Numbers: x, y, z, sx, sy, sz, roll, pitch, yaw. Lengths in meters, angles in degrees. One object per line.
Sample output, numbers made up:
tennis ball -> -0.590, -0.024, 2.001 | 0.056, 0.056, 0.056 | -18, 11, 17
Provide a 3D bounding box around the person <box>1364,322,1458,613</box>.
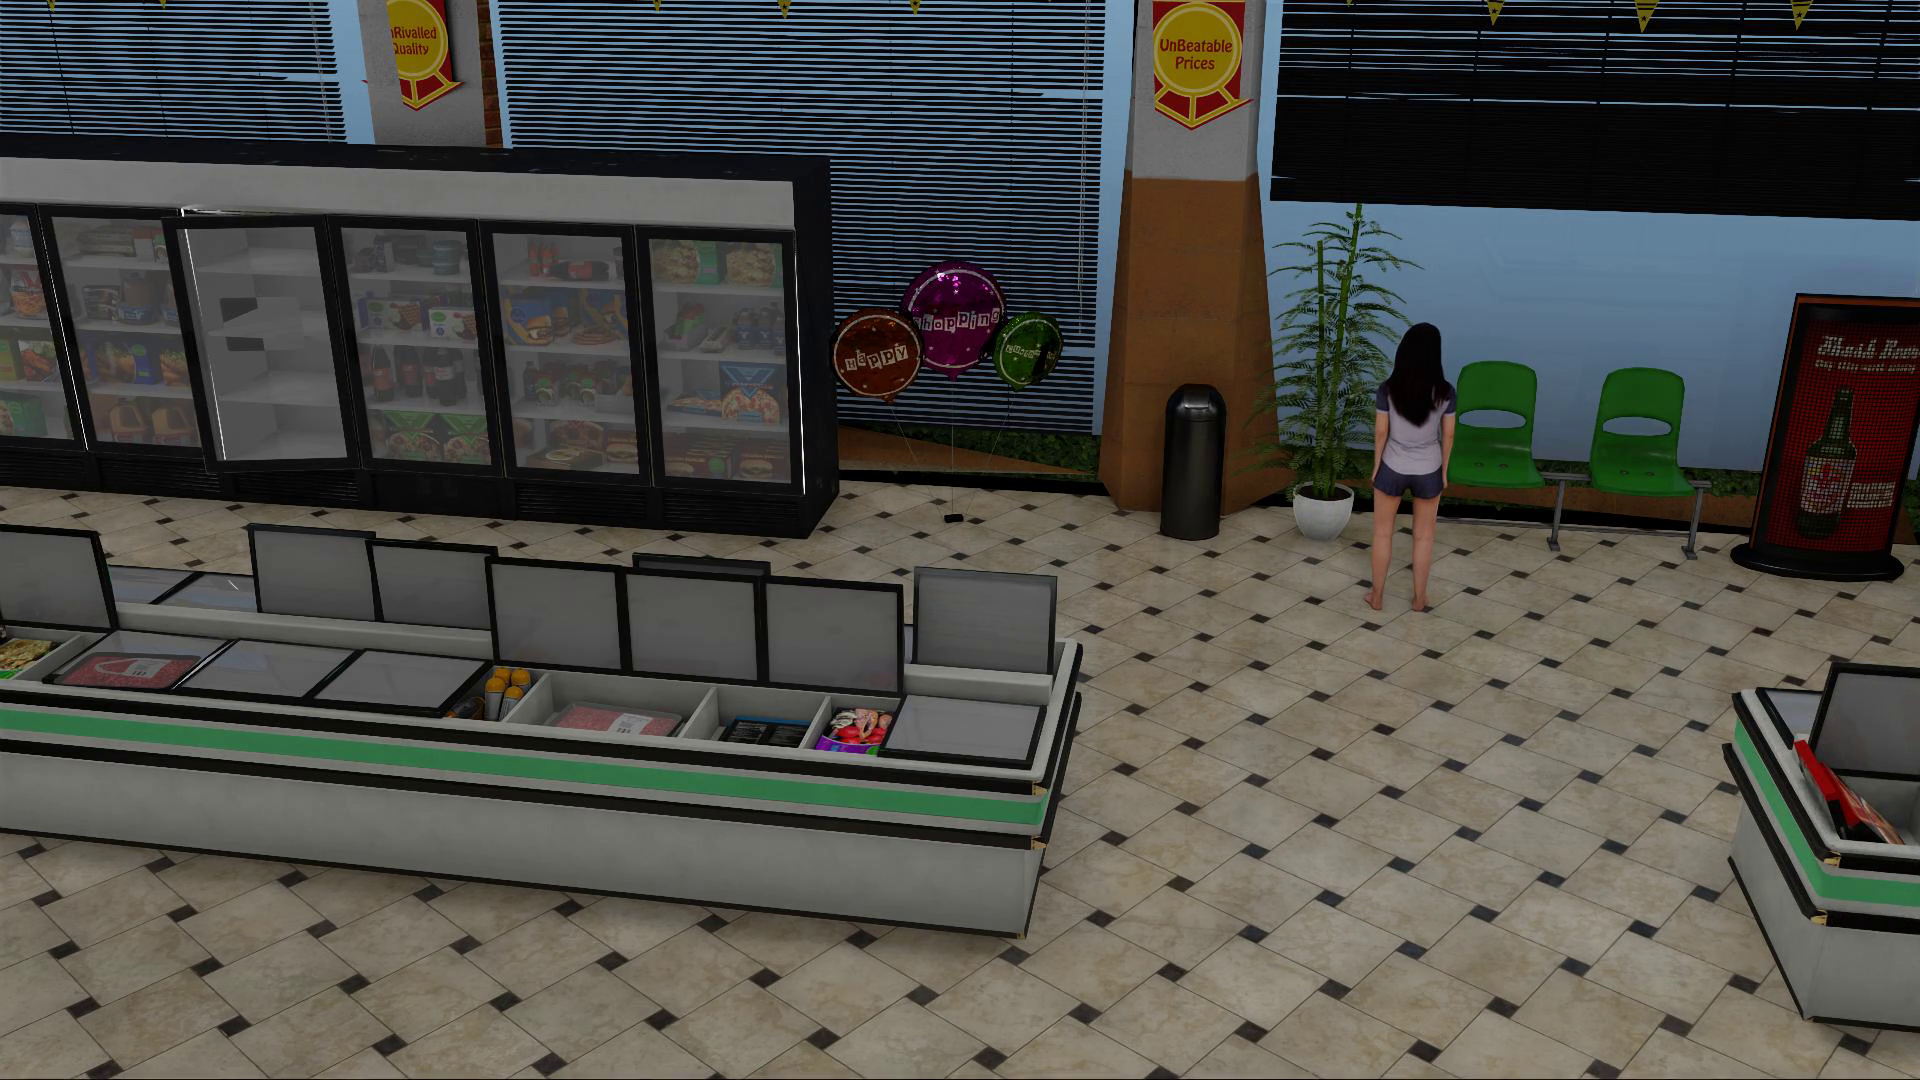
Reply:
person -> 2.555, -0.407, 9.469 | 0.459, 1.707, 0.646 | 3, 22, 9
